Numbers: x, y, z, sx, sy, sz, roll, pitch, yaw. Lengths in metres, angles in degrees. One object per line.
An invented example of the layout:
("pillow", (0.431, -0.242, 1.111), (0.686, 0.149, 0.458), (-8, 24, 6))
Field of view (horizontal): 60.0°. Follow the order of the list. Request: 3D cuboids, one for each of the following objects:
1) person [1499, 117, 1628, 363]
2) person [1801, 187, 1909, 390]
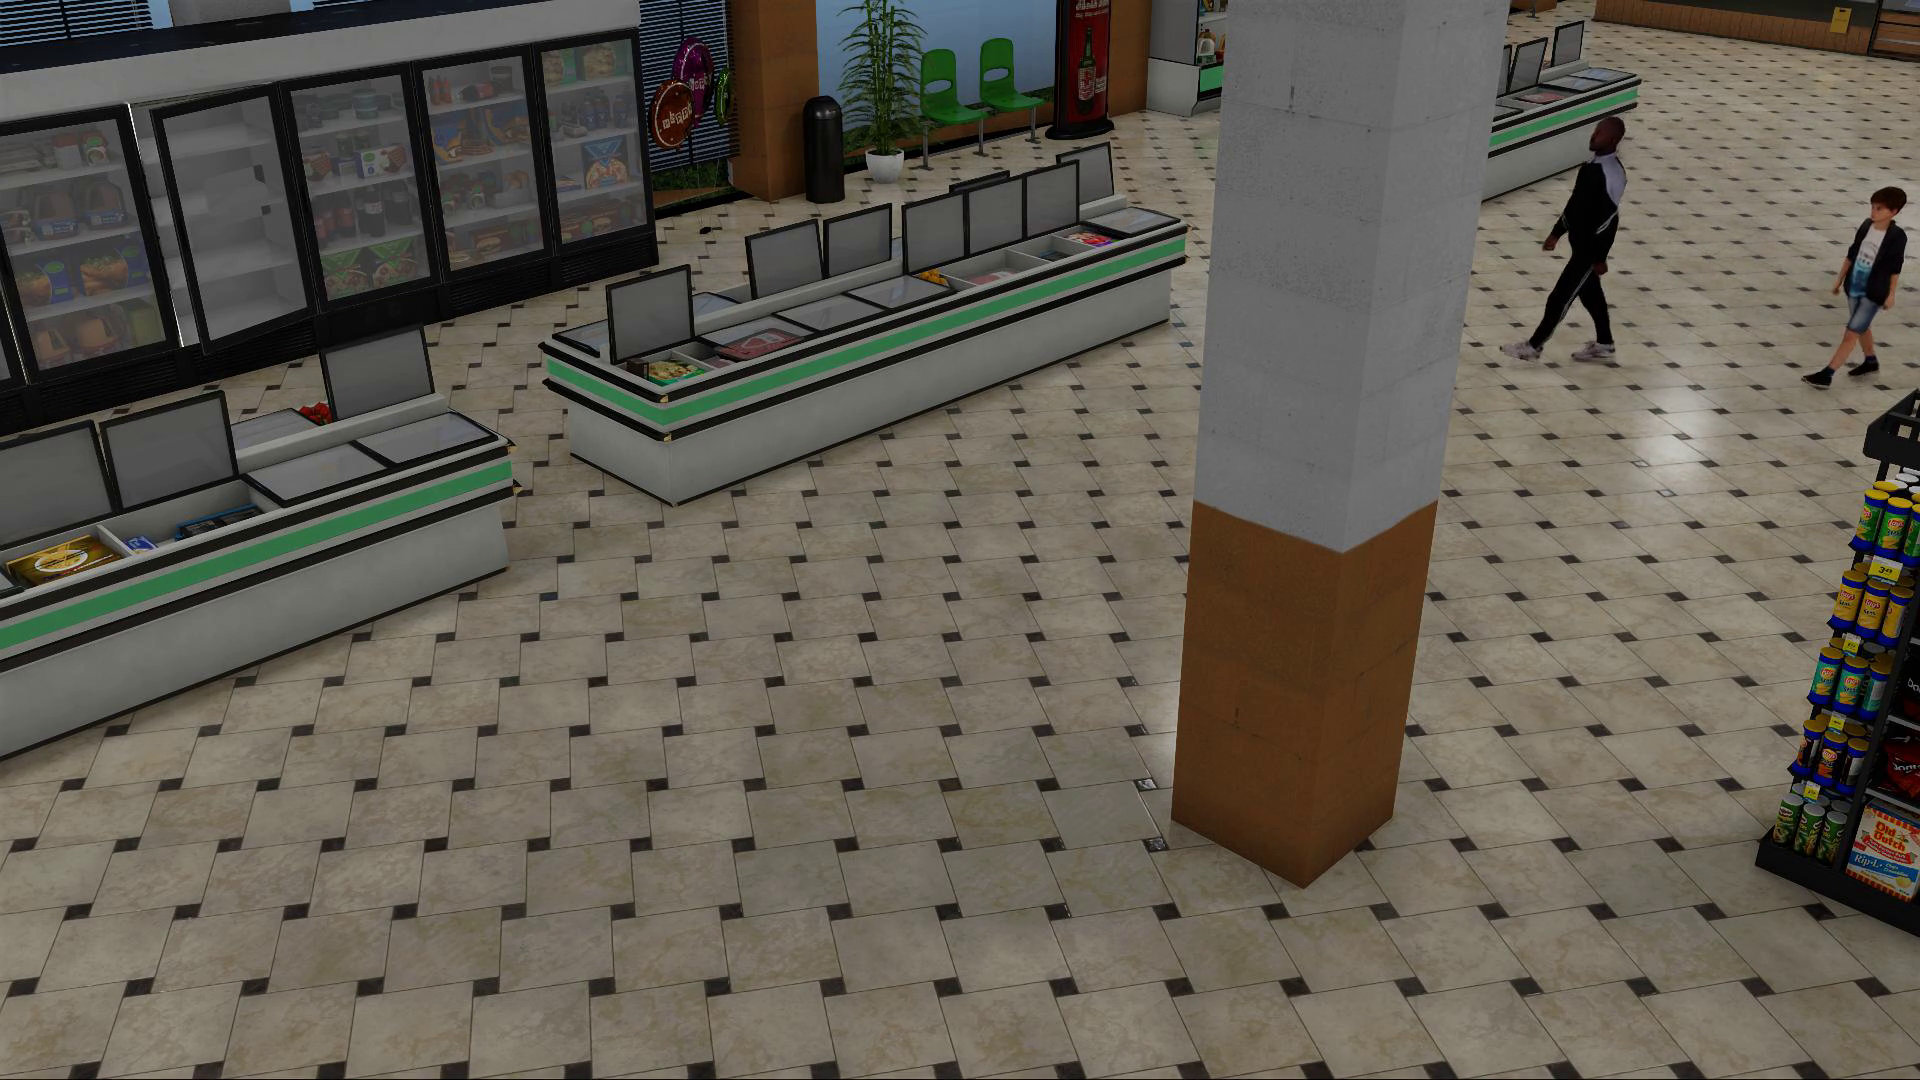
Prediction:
("person", (4.585, -2.117, 11.920), (1.121, 1.794, 1.135), (3, 27, 7))
("person", (6.385, -1.745, 11.610), (1.048, 1.409, 0.835), (-8, 28, -15))
